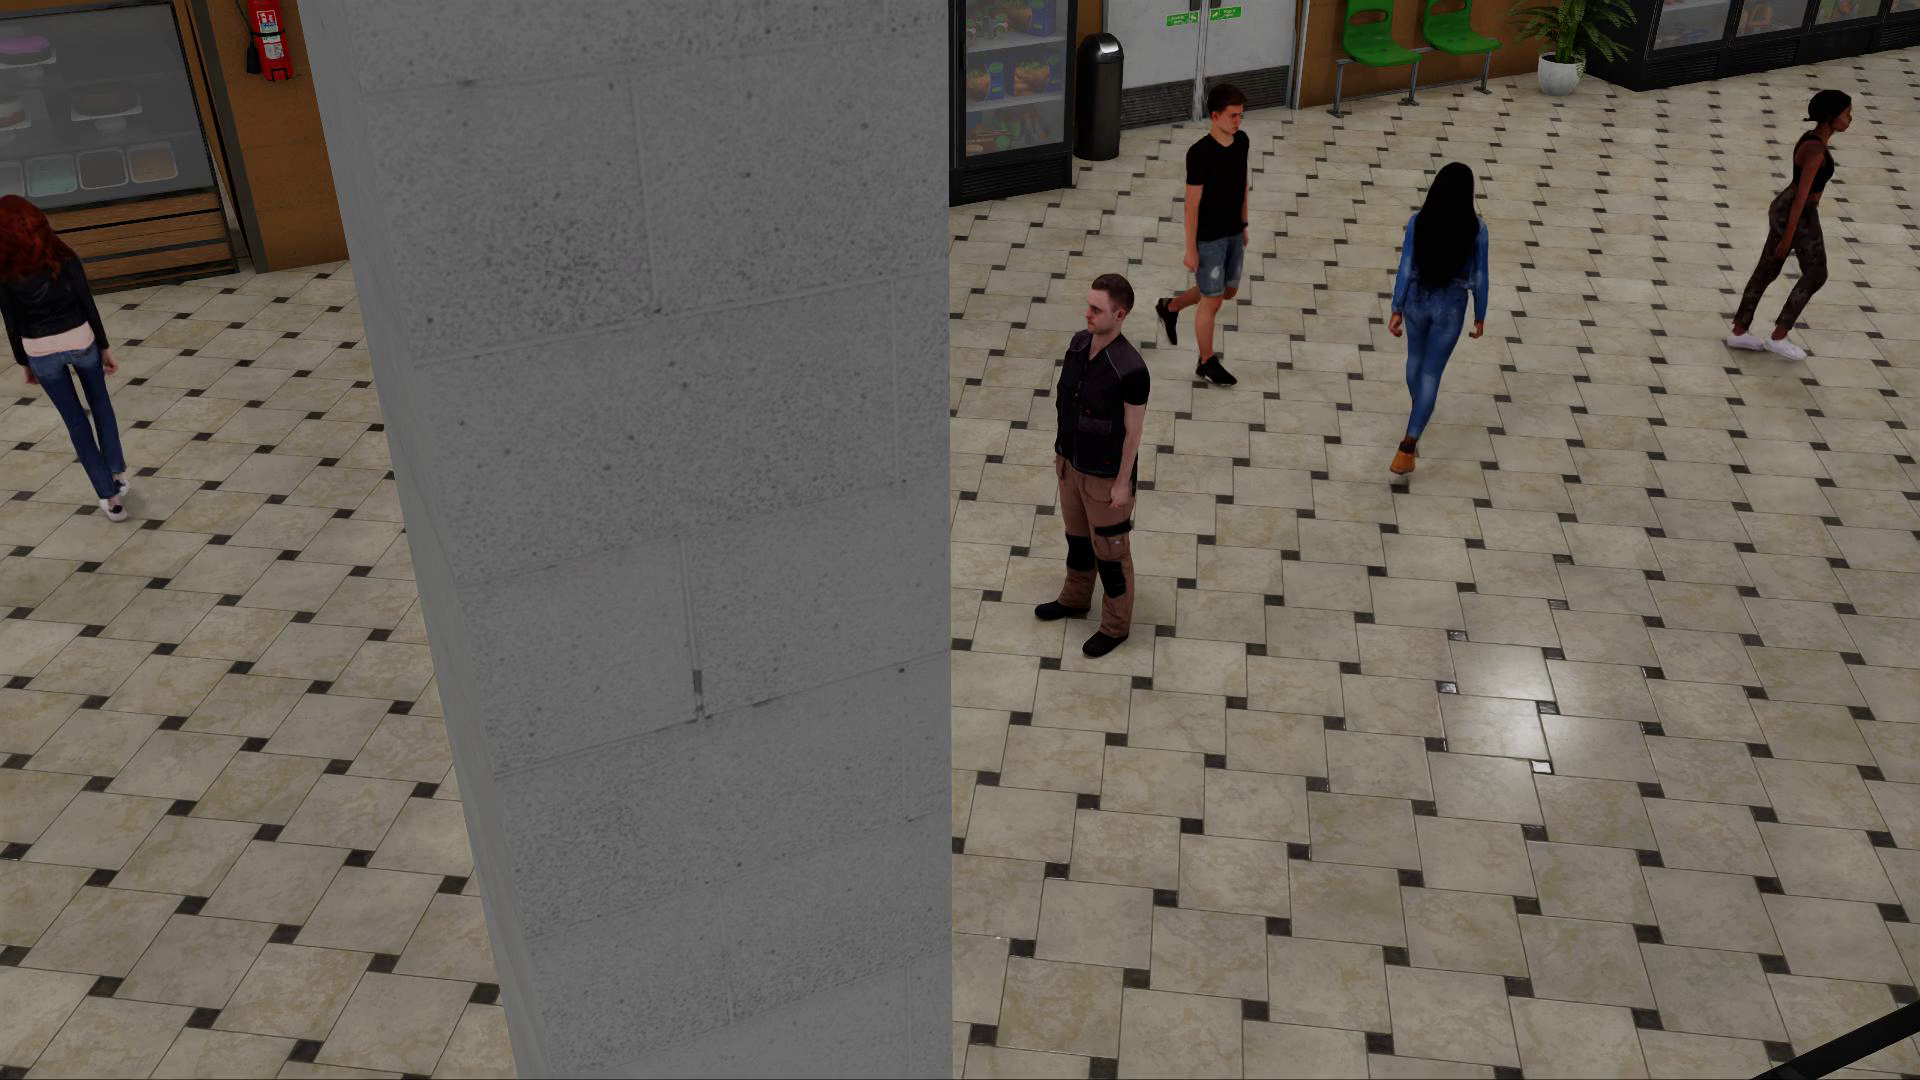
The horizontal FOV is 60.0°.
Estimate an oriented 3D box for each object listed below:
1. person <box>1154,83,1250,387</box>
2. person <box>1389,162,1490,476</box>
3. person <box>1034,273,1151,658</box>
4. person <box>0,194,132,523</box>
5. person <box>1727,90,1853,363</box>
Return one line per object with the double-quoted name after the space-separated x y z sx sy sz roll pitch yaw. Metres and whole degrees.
1.458 -1.846 9.946 1.069 1.834 0.882 26 40 35 "person"
2.541 -1.149 8.991 1.217 1.659 1.167 16 35 24 "person"
0.640 -0.355 7.541 0.773 1.842 0.574 -19 37 -28 "person"
-4.517 -0.870 8.427 0.642 1.780 0.664 -21 37 -30 "person"
5.038 -1.903 10.268 0.819 1.588 0.761 9 33 14 "person"
